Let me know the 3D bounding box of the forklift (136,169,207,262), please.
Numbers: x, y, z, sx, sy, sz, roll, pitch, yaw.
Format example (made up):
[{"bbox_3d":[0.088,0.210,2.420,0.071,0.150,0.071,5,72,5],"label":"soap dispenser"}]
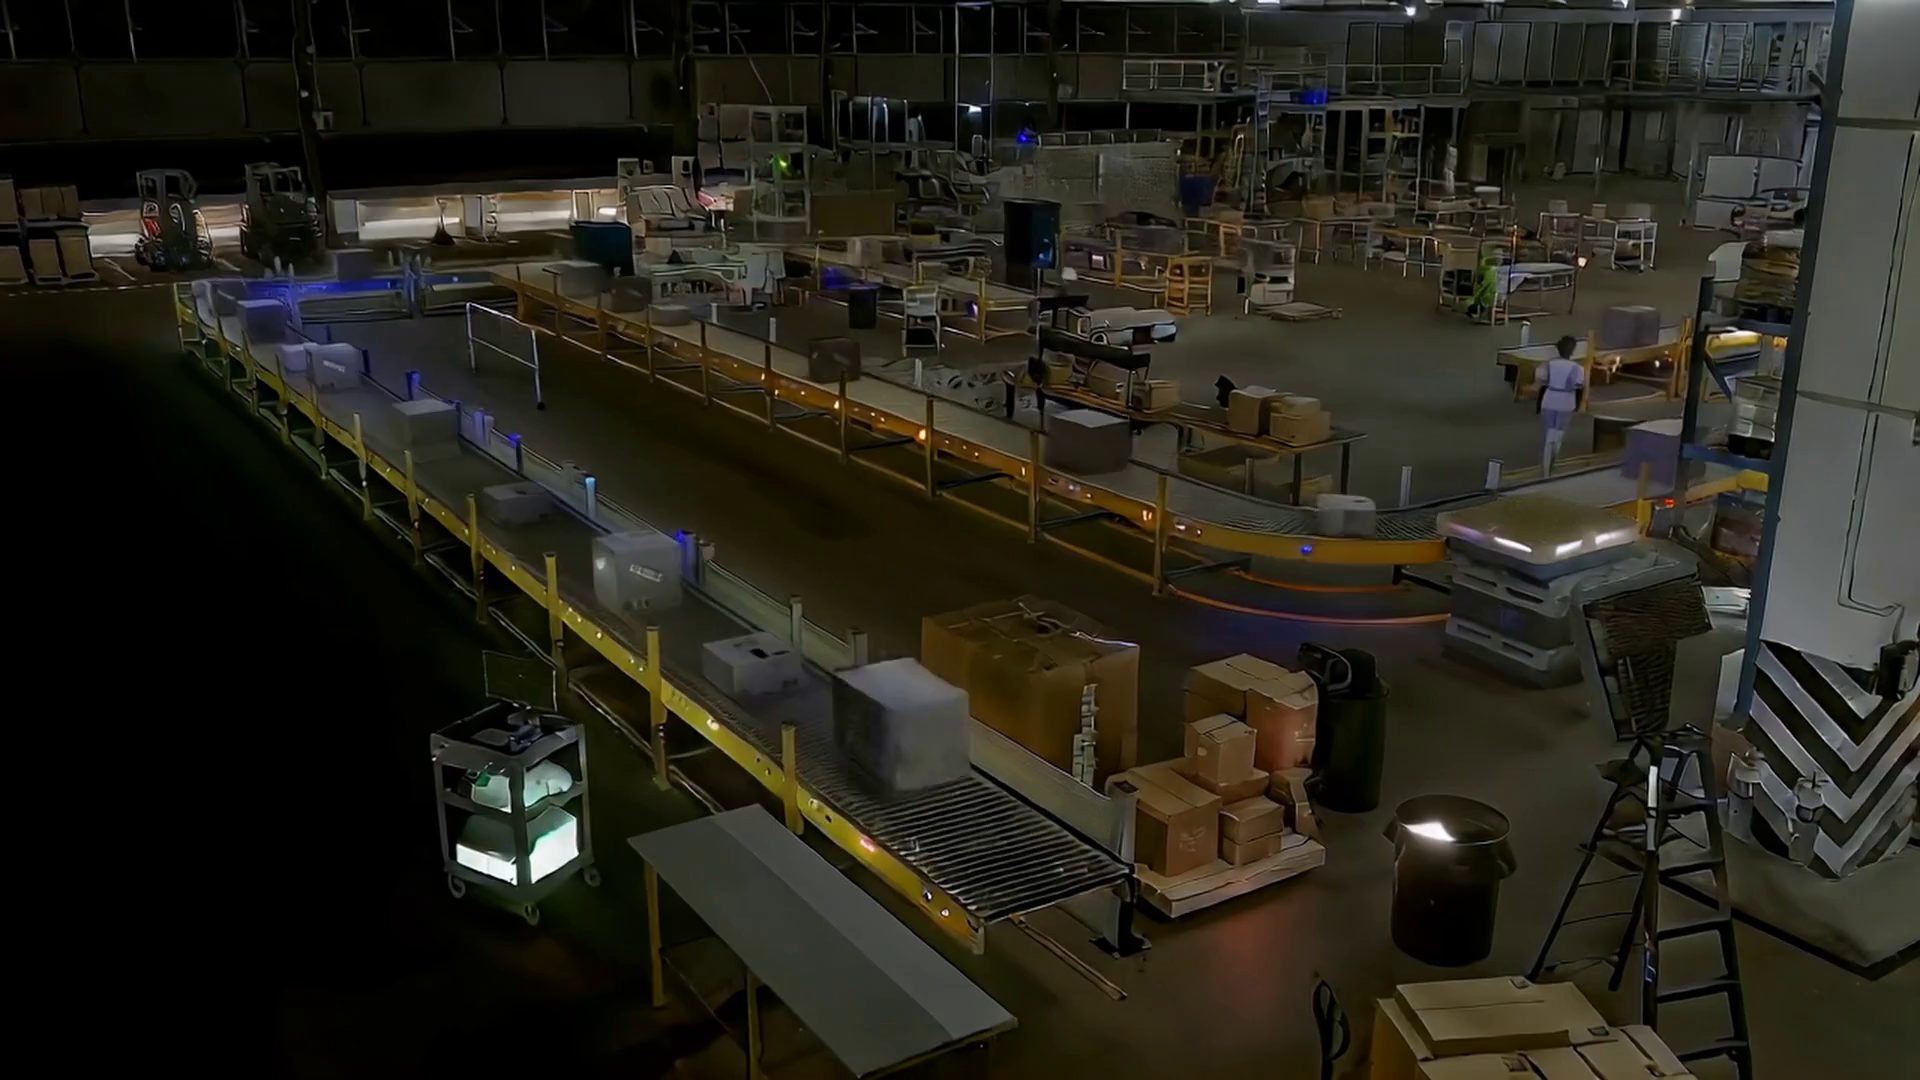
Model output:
[{"bbox_3d":[-17.842,-7.318,37.559,1.157,1.987,2.680,-10,20,-31],"label":"forklift"}]

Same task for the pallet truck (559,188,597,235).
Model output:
[{"bbox_3d":[-10.010,-8.652,43.699,0.653,1.274,1.630,-10,20,-31],"label":"pallet truck"}]

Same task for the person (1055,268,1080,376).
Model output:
[{"bbox_3d":[1.604,-3.154,24.640,0.534,1.748,0.548,8,19,25],"label":"person"}]

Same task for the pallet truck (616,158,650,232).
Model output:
[{"bbox_3d":[-8.918,-9.176,44.255,0.823,1.965,1.885,-9,19,-27],"label":"pallet truck"}]

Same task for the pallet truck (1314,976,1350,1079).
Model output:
[{"bbox_3d":[2.299,2.390,7.086,1.601,1.201,0.680,-2,17,-7],"label":"pallet truck"}]

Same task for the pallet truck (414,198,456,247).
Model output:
[{"bbox_3d":[-13.250,-8.060,41.856,0.680,1.201,1.601,-10,20,-31],"label":"pallet truck"}]

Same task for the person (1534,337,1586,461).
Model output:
[{"bbox_3d":[7.048,-1.562,19.508,0.529,1.642,0.856,16,23,42],"label":"person"}]

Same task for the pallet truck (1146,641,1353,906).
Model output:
[{"bbox_3d":[1.664,1.407,10.232,1.630,1.274,0.653,-10,20,-31],"label":"pallet truck"}]

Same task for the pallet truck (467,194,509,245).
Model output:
[{"bbox_3d":[-11.983,-8.177,42.137,0.704,1.261,1.522,-11,20,-33],"label":"pallet truck"}]

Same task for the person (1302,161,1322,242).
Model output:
[{"bbox_3d":[8.945,-8.577,42.205,0.428,2.027,0.642,-1,17,-2],"label":"person"}]

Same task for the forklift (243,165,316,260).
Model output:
[{"bbox_3d":[-15.898,-7.669,38.708,1.157,1.987,2.680,-11,20,-33],"label":"forklift"}]

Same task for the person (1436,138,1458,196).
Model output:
[{"bbox_3d":[16.127,-12.338,55.001,0.596,1.859,0.678,-10,20,-31],"label":"person"}]

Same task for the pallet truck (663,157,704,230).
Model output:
[{"bbox_3d":[-7.586,-9.308,44.692,0.823,1.965,1.885,-11,20,-33],"label":"pallet truck"}]
